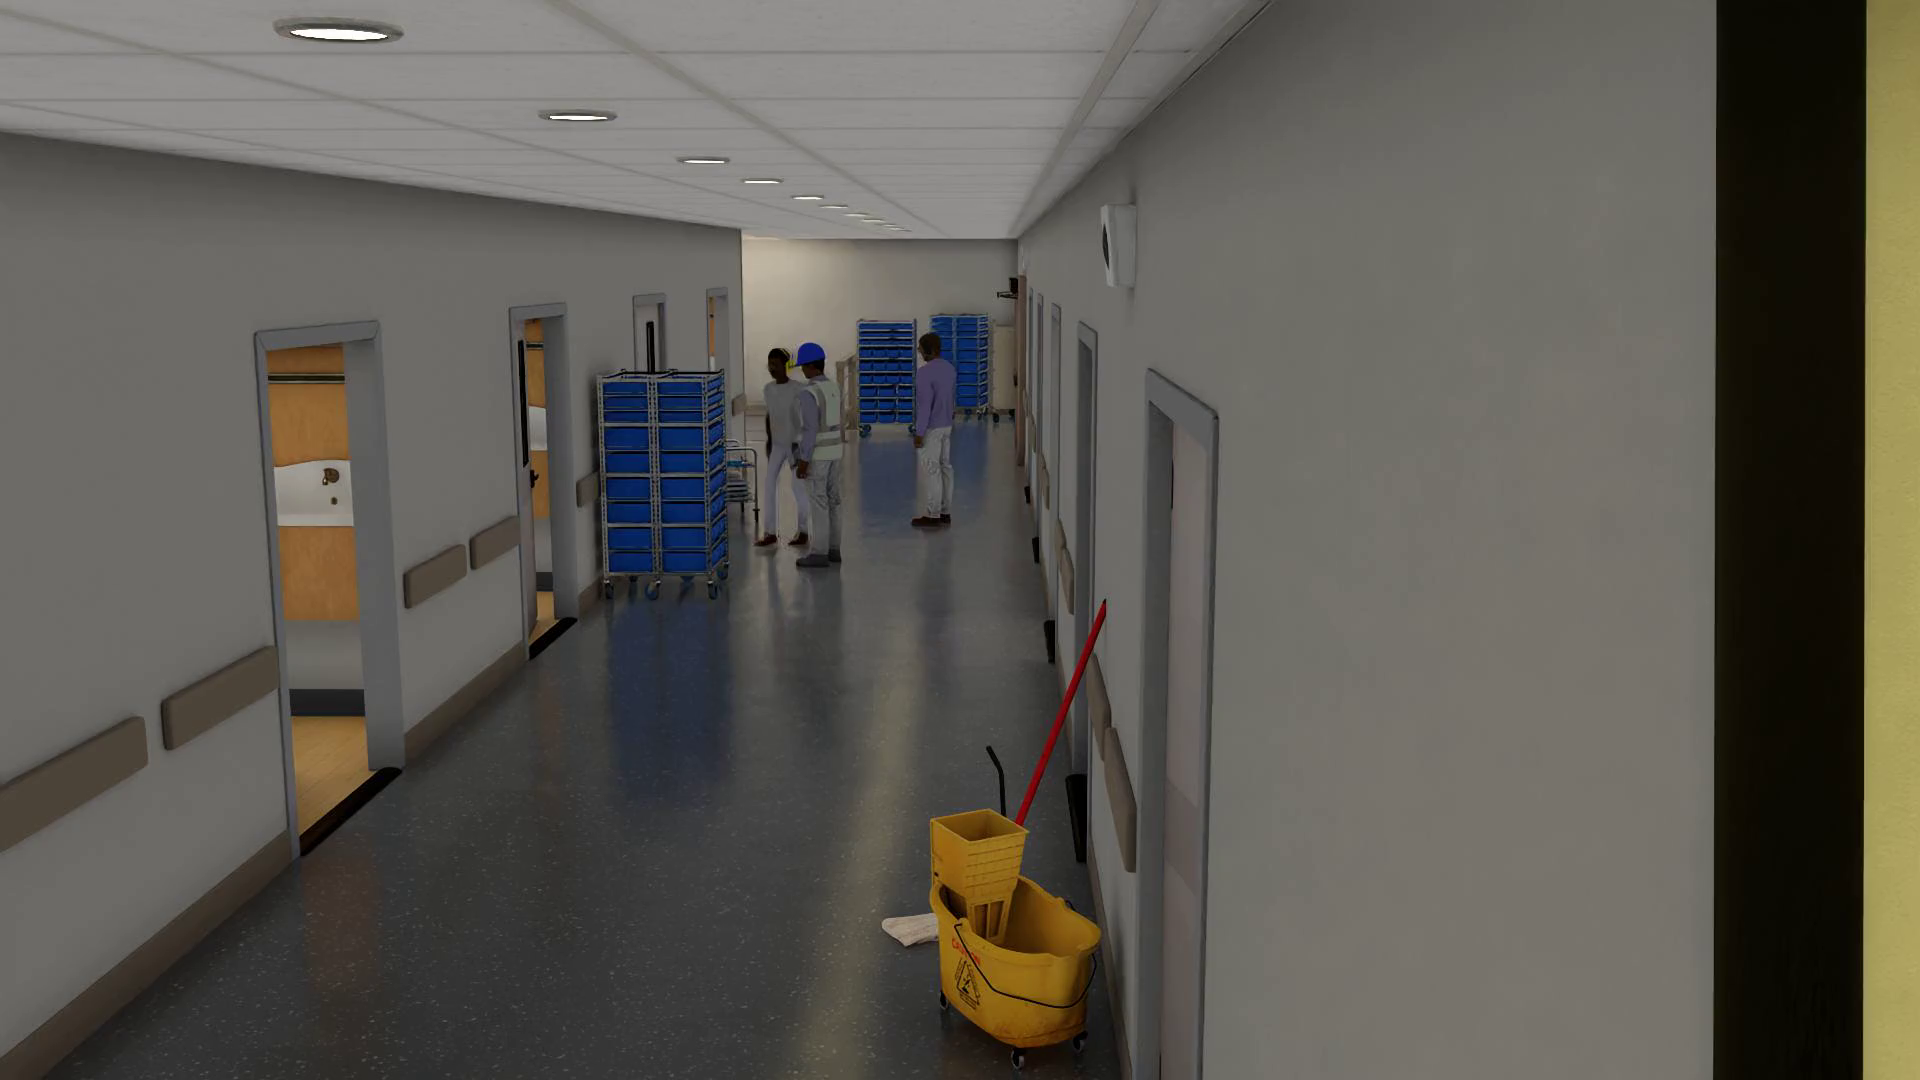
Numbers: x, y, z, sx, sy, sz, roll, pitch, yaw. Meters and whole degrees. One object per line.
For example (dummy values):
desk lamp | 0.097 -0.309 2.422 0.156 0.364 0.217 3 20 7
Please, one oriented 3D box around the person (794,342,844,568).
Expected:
person | -1.224 -0.732 14.355 0.403 1.940 0.602 4 10 23

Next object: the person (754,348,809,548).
person | -1.625 -0.828 15.246 0.545 1.841 0.757 5 10 25

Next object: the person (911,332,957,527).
person | -0.267 -1.099 16.564 0.369 1.937 0.631 5 11 27
